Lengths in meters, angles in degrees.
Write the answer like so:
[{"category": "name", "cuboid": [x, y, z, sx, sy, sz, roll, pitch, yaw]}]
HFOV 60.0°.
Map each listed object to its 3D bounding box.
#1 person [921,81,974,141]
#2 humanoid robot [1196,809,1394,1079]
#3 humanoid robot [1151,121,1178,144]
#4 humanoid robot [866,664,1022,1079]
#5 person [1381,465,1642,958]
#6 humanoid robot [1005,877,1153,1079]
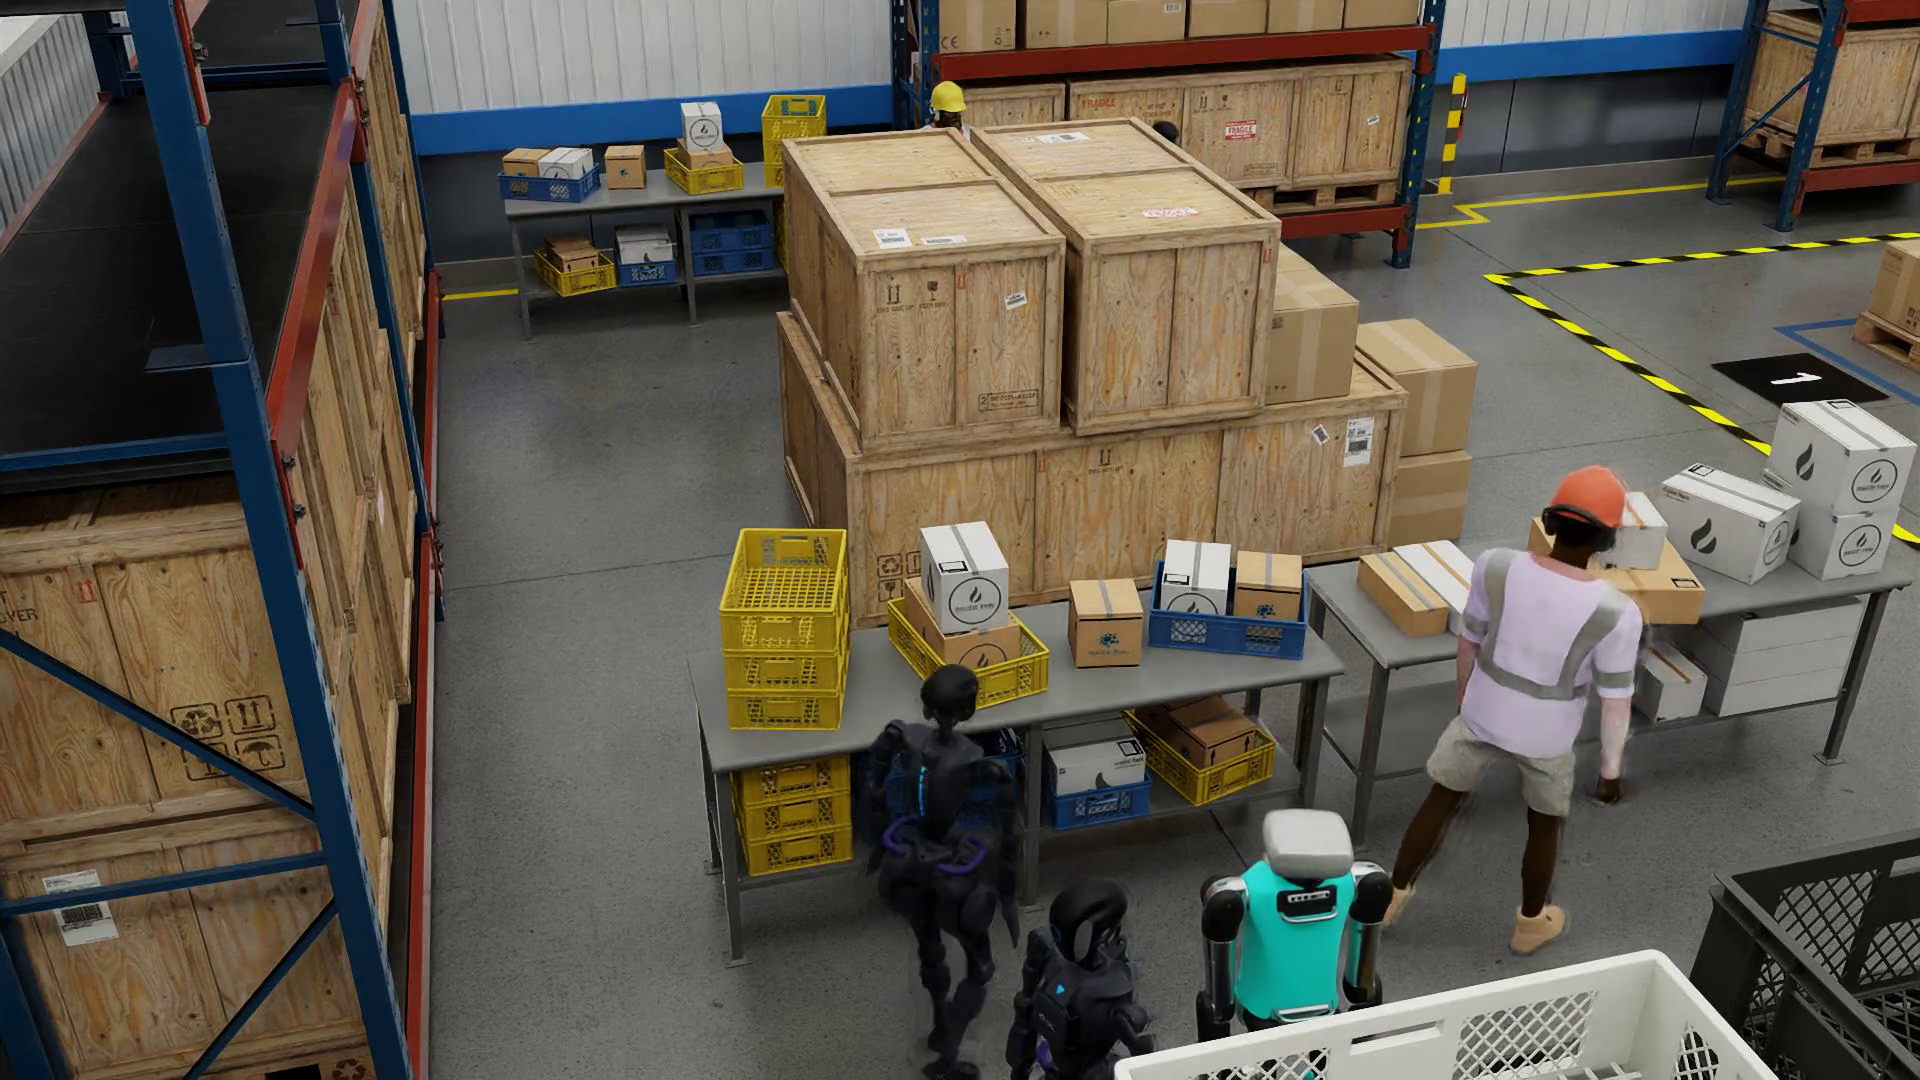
[{"category": "person", "cuboid": [-0.084, -2.293, 11.657, 0.597, 1.832, 0.404, -23, 37, -36]}, {"category": "humanoid robot", "cuboid": [0.957, 1.606, 4.584, 0.531, 1.692, 0.744, -5, 29, -9]}, {"category": "humanoid robot", "cuboid": [1.382, -2.070, 11.450, 0.599, 1.641, 0.565, -24, 37, -36]}, {"category": "humanoid robot", "cuboid": [-0.070, 1.128, 5.617, 0.613, 1.644, 0.496, 14, 32, 24]}, {"category": "person", "cuboid": [2.004, 0.676, 6.090, 0.851, 2.010, 0.607, 18, 34, 29]}, {"category": "humanoid robot", "cuboid": [0.332, 1.638, 4.679, 0.349, 1.653, 0.583, -20, 35, -32]}]
